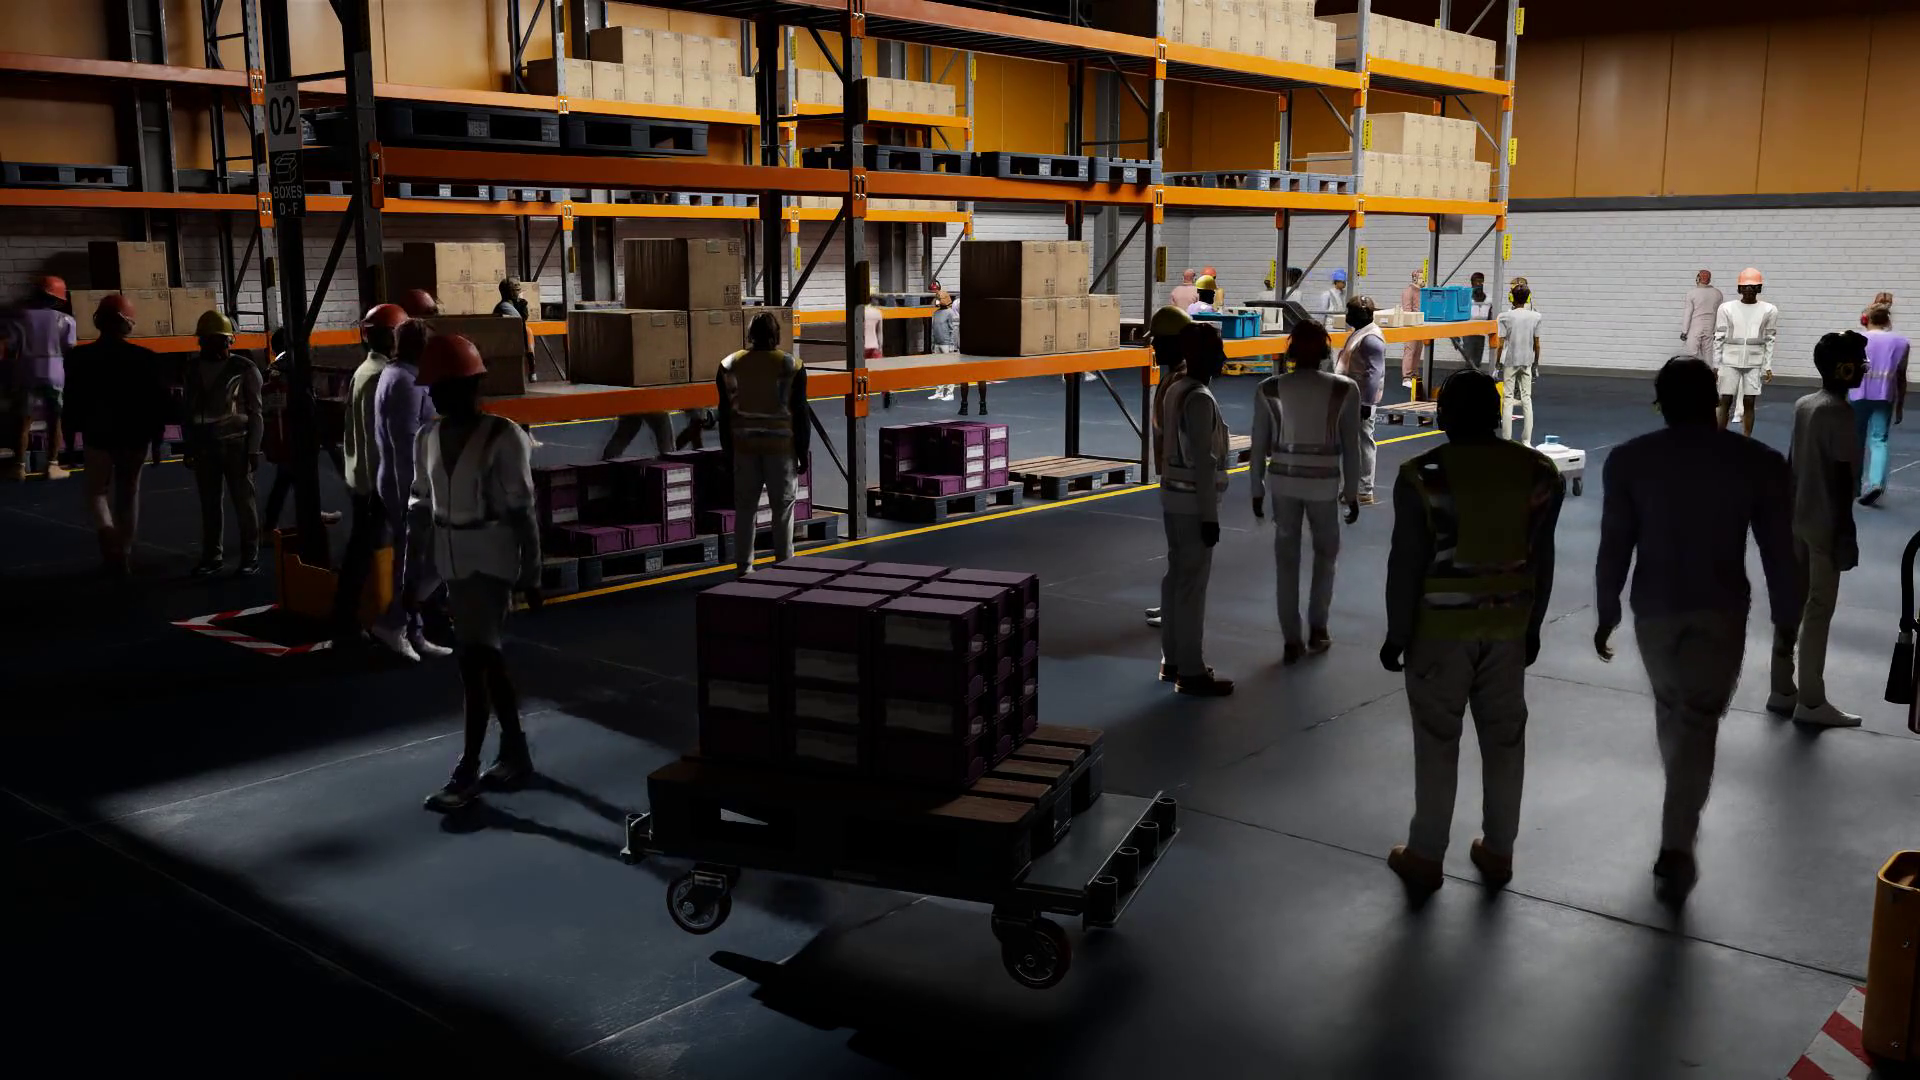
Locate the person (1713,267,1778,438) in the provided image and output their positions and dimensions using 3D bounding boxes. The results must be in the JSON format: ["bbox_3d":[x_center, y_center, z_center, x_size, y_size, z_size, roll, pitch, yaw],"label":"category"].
[{"bbox_3d":[8.454,-1.907,17.953,0.605,2.045,0.381,4,11,21],"label":"person"}]

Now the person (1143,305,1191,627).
[{"bbox_3d":[1.276,-0.435,9.947,0.392,1.919,0.581,0,10,0],"label":"person"}]

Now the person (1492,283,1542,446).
[{"bbox_3d":[6.209,-1.929,18.584,0.521,1.871,0.336,0,10,1],"label":"person"}]

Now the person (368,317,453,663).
[{"bbox_3d":[-2.956,-0.264,9.071,0.465,1.882,0.666,-5,11,-27],"label":"person"}]

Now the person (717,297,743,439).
[{"bbox_3d":[-2.730,-2.118,19.753,0.403,1.835,0.586,1,10,5],"label":"person"}]

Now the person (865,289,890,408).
[{"bbox_3d":[-1.257,-2.660,23.118,0.530,1.749,0.683,-7,12,-34],"label":"person"}]

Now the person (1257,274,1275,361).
[{"bbox_3d":[5.825,-4.115,31.318,0.523,1.769,0.313,8,12,37],"label":"person"}]

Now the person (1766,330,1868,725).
[{"bbox_3d":[4.121,-0.057,7.948,0.333,1.862,0.520,0,10,-1],"label":"person"}]

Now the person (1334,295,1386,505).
[{"bbox_3d":[3.513,-1.232,14.688,0.429,1.842,0.636,0,10,-1],"label":"person"}]

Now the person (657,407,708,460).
[{"bbox_3d":[-2.645,-1.512,16.111,0.551,1.915,0.881,7,12,36],"label":"person"}]

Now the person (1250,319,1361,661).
[{"bbox_3d":[1.915,-0.286,9.223,0.606,1.865,0.645,3,10,16],"label":"person"}]

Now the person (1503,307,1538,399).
[{"bbox_3d":[8.339,-2.899,24.760,0.525,1.637,0.307,-1,10,-8],"label":"person"}]

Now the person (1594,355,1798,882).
[{"bbox_3d":[2.698,0.262,6.135,0.670,1.869,1.075,5,11,28],"label":"person"}]

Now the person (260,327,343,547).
[{"bbox_3d":[-5.095,-0.802,12.787,0.547,1.649,0.879,7,12,33],"label":"person"}]

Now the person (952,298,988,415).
[{"bbox_3d":[0.162,-2.645,22.467,0.544,1.937,0.358,-1,10,-6],"label":"person"}]

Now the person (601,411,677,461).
[{"bbox_3d":[-2.842,-1.284,14.918,1.061,1.886,0.641,-5,11,-25],"label":"person"}]

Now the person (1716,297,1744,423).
[{"bbox_3d":[10.082,-2.335,21.563,0.357,1.630,0.563,-9,13,-41],"label":"person"}]

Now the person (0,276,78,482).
[{"bbox_3d":[-8.998,-1.555,16.139,0.845,1.984,0.415,-4,11,-24],"label":"person"}]

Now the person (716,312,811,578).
[{"bbox_3d":[-1.299,-0.602,11.130,0.629,1.837,0.429,1,10,8],"label":"person"}]

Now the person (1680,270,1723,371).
[{"bbox_3d":[11.890,-3.382,26.746,0.642,1.909,0.408,-2,10,-10],"label":"person"}]

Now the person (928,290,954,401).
[{"bbox_3d":[-0.257,-2.885,24.694,0.283,1.633,0.497,-8,13,-39],"label":"person"}]

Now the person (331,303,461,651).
[{"bbox_3d":[-3.150,-0.341,9.333,0.908,1.935,0.632,-5,11,-27],"label":"person"}]

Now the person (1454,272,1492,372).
[{"bbox_3d":[7.577,-2.952,24.319,0.600,1.903,0.624,-3,10,-18],"label":"person"}]

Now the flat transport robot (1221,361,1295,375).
[{"bbox_3d":[5.339,-3.081,29.685,1.431,0.197,0.652,-2,10,-13],"label":"flat transport robot"}]

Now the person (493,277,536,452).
[{"bbox_3d":[-4.962,-1.933,18.403,0.367,1.939,0.634,-5,11,-26],"label":"person"}]

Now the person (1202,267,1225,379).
[{"bbox_3d":[4.311,-3.754,28.807,0.373,1.928,0.543,-7,12,-34],"label":"person"}]

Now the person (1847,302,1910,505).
[{"bbox_3d":[8.104,-1.217,14.786,0.569,1.789,0.931,4,11,22],"label":"person"}]

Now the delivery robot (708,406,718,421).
[{"bbox_3d":[-2.842,-1.688,20.677,0.707,0.478,0.477,5,11,26],"label":"delivery robot"}]

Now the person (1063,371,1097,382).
[{"bbox_3d":[2.027,-3.549,27.969,0.998,1.821,0.516,-10,14,-43],"label":"person"}]

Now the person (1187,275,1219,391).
[{"bbox_3d":[2.939,-2.231,20.131,0.368,1.928,0.585,-4,11,-21],"label":"person"}]

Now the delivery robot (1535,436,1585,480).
[{"bbox_3d":[5.339,-0.699,15.048,0.707,0.478,0.477,-8,13,-39],"label":"delivery robot"}]

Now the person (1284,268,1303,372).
[{"bbox_3d":[5.360,-3.392,26.707,0.644,1.934,0.635,-4,11,-23],"label":"person"}]

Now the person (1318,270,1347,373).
[{"bbox_3d":[6.139,-3.419,26.968,0.618,1.895,0.977,-8,13,-39],"label":"person"}]

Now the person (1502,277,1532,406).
[{"bbox_3d":[8.012,-2.842,23.865,0.343,1.840,0.506,1,10,8],"label":"person"}]

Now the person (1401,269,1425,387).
[{"bbox_3d":[7.430,-3.436,27.047,0.410,1.912,0.643,8,13,40],"label":"person"}]

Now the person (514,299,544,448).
[{"bbox_3d":[-4.963,-1.881,18.788,0.541,1.698,0.315,8,13,39],"label":"person"}]

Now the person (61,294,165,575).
[{"bbox_3d":[-5.729,-0.683,11.293,0.643,1.945,0.745,-6,12,-31],"label":"person"}]

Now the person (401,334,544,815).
[{"bbox_3d":[-2.042,0.134,6.707,0.574,1.902,0.845,5,11,27],"label":"person"}]

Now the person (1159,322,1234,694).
[{"bbox_3d":[1.200,-0.163,8.484,0.355,1.883,0.573,-1,10,-8],"label":"person"}]

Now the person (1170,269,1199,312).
[{"bbox_3d":[3.828,-3.564,27.768,0.651,1.911,0.409,8,13,40],"label":"person"}]

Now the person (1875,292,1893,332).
[{"bbox_3d":[12.962,-2.676,23.492,0.310,1.636,0.523,4,11,21],"label":"person"}]

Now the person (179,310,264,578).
[{"bbox_3d":[-5.074,-0.654,11.410,0.588,1.837,0.404,1,10,6],"label":"person"}]

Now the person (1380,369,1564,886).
[{"bbox_3d":[1.784,0.316,5.899,0.619,1.838,0.430,-2,10,-9],"label":"person"}]

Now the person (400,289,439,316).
[{"bbox_3d":[-3.925,-0.943,12.781,0.789,1.952,0.405,-6,12,-31],"label":"person"}]
